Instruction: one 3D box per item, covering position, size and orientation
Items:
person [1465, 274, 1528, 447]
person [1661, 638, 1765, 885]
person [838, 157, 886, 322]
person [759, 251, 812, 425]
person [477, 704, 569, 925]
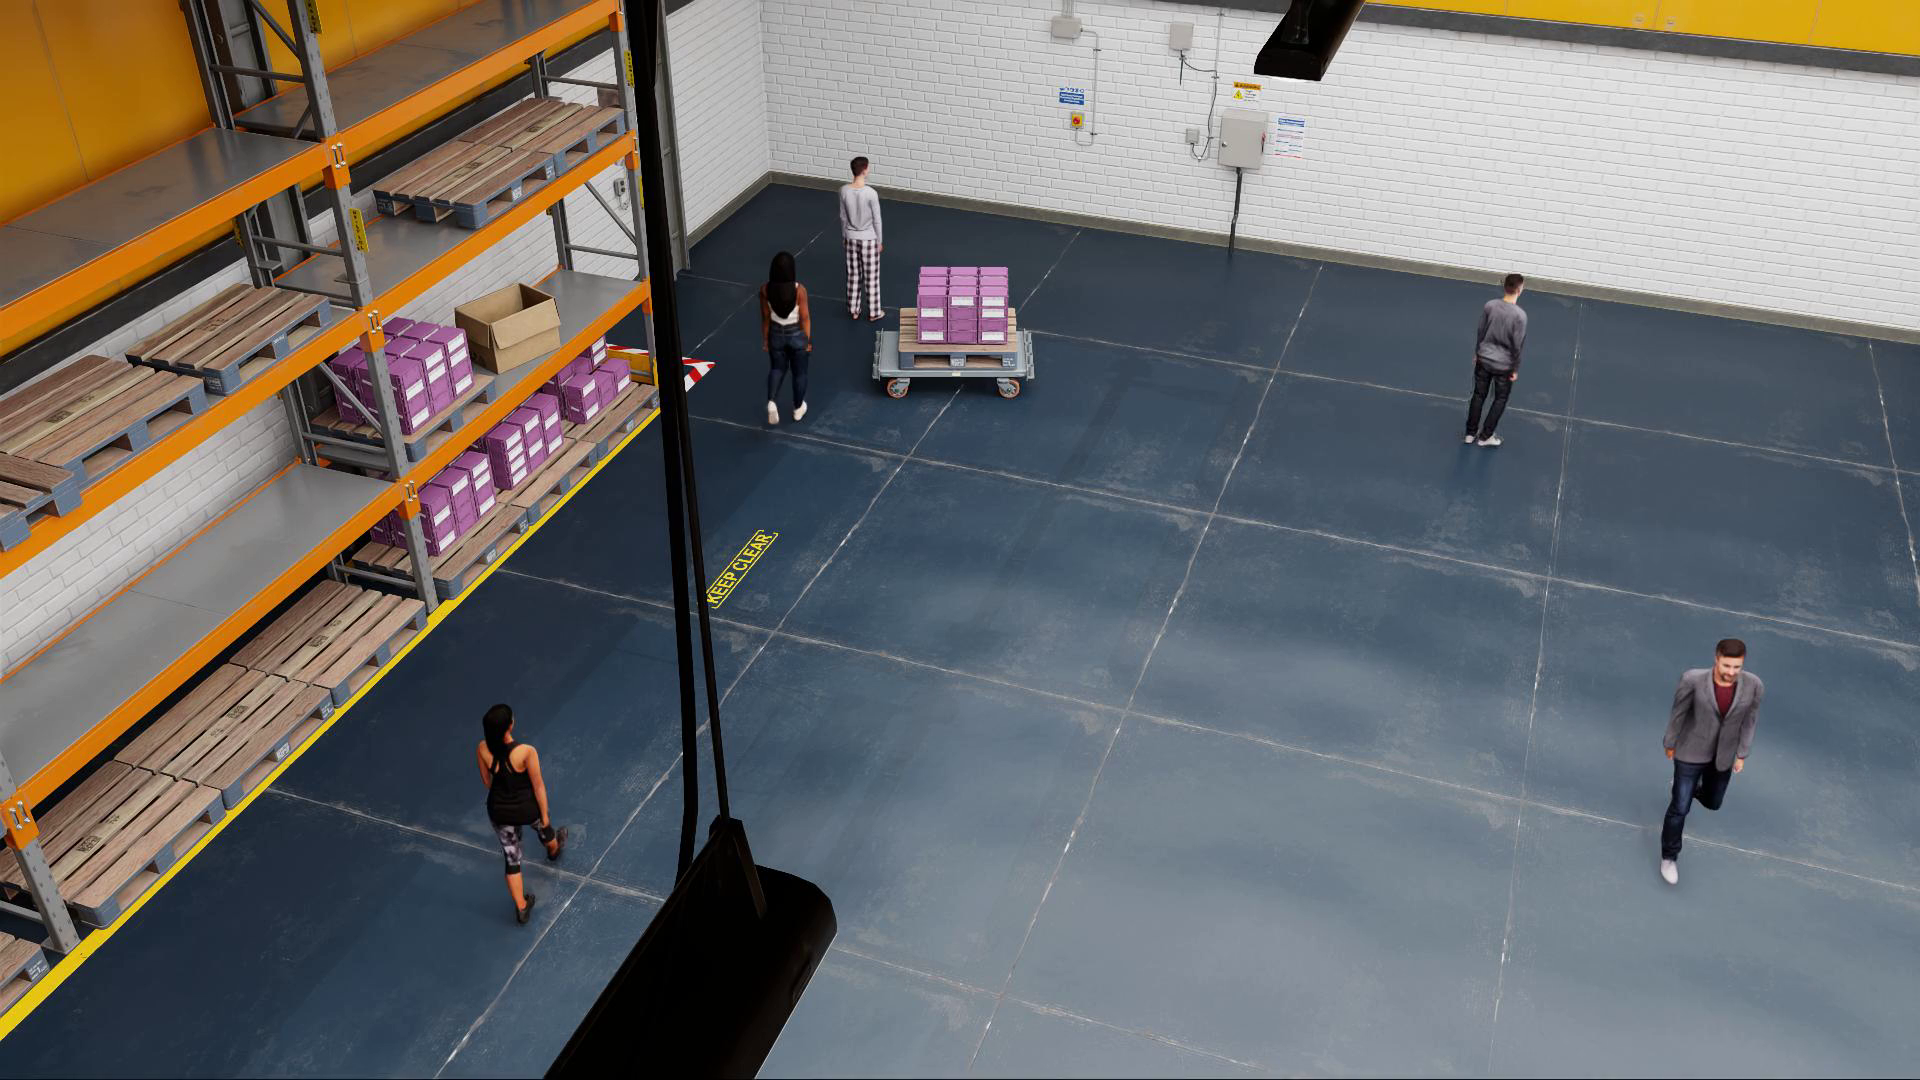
[{"bbox_3d":[5.079,-1.696,15.827,0.704,1.757,0.674,23,40,31],"label":"person"},{"bbox_3d":[4.972,1.375,11.124,0.860,1.849,1.142,4,34,7],"label":"person"},{"bbox_3d":[-1.072,-3.270,18.116,0.613,1.846,0.517,12,35,17],"label":"person"},{"bbox_3d":[-1.689,-1.906,16.109,0.686,1.796,0.930,8,34,12],"label":"person"},{"bbox_3d":[-2.887,1.781,10.710,0.778,1.632,1.084,3,34,5],"label":"person"}]
